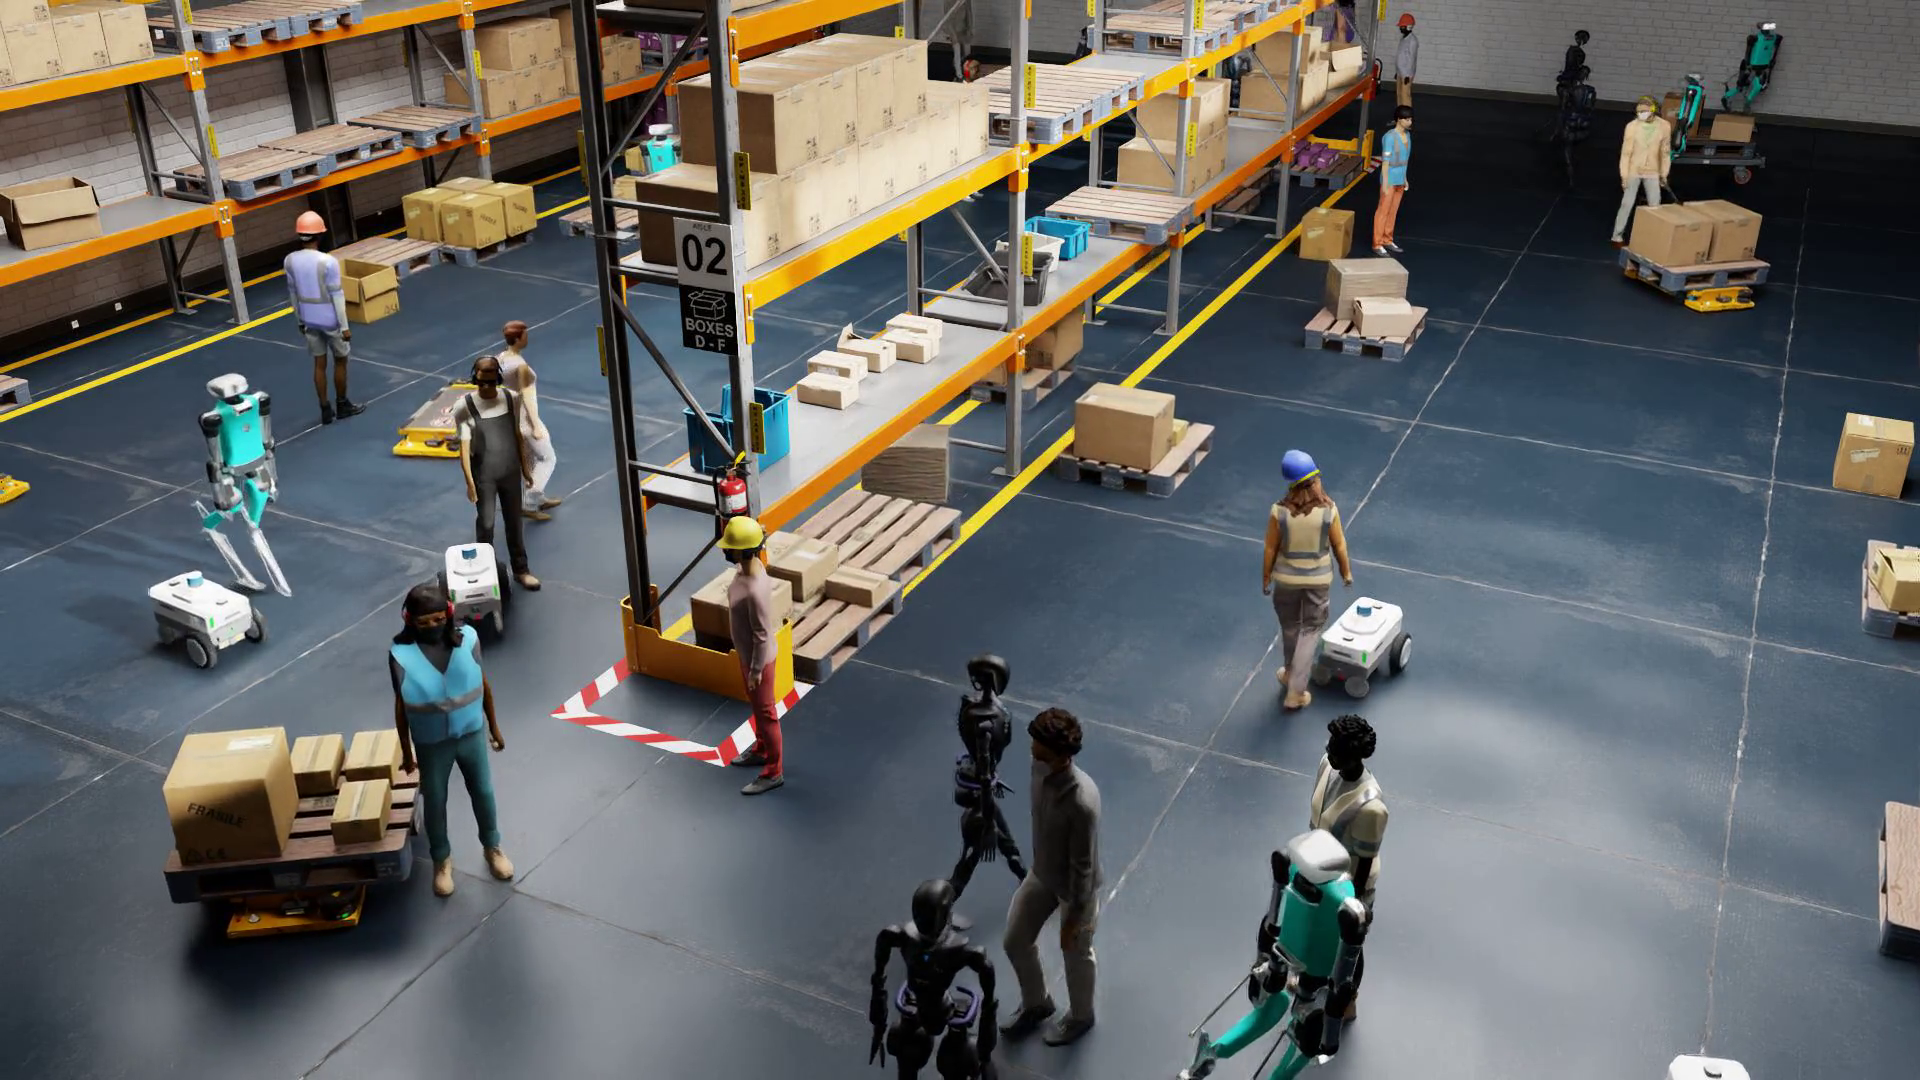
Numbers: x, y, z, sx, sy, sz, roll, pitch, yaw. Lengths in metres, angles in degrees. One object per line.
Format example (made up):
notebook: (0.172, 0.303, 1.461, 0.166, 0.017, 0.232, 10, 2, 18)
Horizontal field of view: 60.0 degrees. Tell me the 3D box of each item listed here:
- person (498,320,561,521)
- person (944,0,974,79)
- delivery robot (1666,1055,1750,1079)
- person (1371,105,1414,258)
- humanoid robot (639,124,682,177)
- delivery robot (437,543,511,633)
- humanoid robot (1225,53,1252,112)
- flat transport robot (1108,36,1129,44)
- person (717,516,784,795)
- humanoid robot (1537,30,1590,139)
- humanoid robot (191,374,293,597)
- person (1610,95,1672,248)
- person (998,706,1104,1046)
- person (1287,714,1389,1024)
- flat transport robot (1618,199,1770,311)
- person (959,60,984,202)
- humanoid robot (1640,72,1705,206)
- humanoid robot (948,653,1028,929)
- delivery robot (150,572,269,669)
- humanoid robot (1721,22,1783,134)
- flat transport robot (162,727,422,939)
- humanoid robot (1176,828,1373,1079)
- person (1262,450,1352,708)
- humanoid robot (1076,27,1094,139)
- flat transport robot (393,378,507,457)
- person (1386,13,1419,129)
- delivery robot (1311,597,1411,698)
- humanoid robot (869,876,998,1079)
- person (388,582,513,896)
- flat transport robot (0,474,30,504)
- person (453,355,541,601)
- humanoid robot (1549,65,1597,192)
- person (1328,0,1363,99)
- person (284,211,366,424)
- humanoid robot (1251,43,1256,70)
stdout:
person: (-3.405, -0.953, 13.138, 0.378, 1.650, 0.479, -20, 33, -35)
person: (-0.050, -8.948, 29.131, 0.547, 1.800, 0.661, -10, 28, -19)
delivery robot: (3.288, 2.625, 7.172, 0.499, 0.612, 0.796, 4, 27, 7)
person: (5.140, -4.248, 19.673, 0.491, 1.765, 0.323, -24, 35, -39)
humanoid robot: (-3.227, -3.913, 19.112, 0.558, 1.850, 0.857, 7, 27, 14)
delivery robot: (-3.467, 0.309, 11.853, 0.499, 0.614, 0.790, -8, 27, -16)
humanoid robot: (3.997, -6.507, 24.342, 0.597, 1.646, 0.357, 17, 31, 31)
flat transport robot: (2.881, -7.669, 28.269, 1.431, 0.231, 0.659, 21, 33, 36)
person: (-1.224, 0.664, 9.750, 0.307, 1.768, 0.524, -7, 27, -15)
humanoid robot: (9.065, -6.868, 25.087, 0.608, 1.632, 0.612, 2, 26, 3)
humanoid robot: (-5.225, -0.383, 11.901, 0.778, 1.775, 0.543, 15, 30, 28)
person: (8.183, -4.386, 19.872, 0.623, 1.840, 0.411, 7, 27, 14)
person: (0.428, 1.603, 7.723, 0.593, 1.875, 0.565, -18, 32, -32)
person: (1.830, 1.571, 8.000, 0.321, 1.691, 0.532, -7, 27, -13)
flat transport robot: (8.130, -2.859, 18.554, 0.659, 0.231, 1.431, -6, 27, -12)
person: (0.087, -5.399, 21.920, 0.380, 1.836, 0.562, 10, 28, 20)
humanoid robot: (9.186, -5.217, 21.653, 0.790, 1.761, 0.564, 15, 30, 28)
humanoid robot: (0.184, 1.321, 8.559, 0.751, 1.624, 0.609, 0, 26, 1)
delivery robot: (-5.199, 0.509, 11.434, 0.802, 0.600, 0.499, 16, 30, 28)
humanoid robot: (11.988, -7.029, 25.302, 0.534, 1.726, 0.959, -3, 27, -7)
flat transport robot: (-3.631, 1.695, 9.355, 0.659, 0.231, 1.431, -4, 27, -9)
humanoid robot: (1.254, 2.057, 7.015, 1.020, 1.766, 0.538, -14, 30, -26)
person: (2.204, 0.254, 10.584, 0.569, 1.748, 0.537, 5, 27, 10)
humanoid robot: (1.828, -6.917, 25.166, 0.387, 1.645, 0.609, 8, 28, 16)
flat transport robot: (-4.519, -1.105, 15.010, 0.659, 0.231, 1.431, 3, 26, 6)
person: (6.864, -7.265, 25.796, 0.369, 1.741, 0.562, -3, 27, -7)
delivery robot: (2.663, 0.672, 11.088, 0.524, 0.587, 0.748, 16, 31, 29)
humanoid robot: (-0.099, 2.079, 6.998, 0.593, 1.652, 0.361, 8, 27, 16)
person: (-2.736, 1.042, 8.896, 0.533, 1.857, 0.384, -15, 30, -27)
flat transport robot: (-8.276, -0.247, 13.276, 0.659, 0.231, 1.431, 10, 28, 19)
person: (-3.317, -0.458, 11.934, 0.505, 1.841, 0.347, -21, 33, -35)
humanoid robot: (8.256, -5.581, 22.505, 0.611, 1.629, 0.747, -9, 28, -17)
person: (6.480, -8.234, 27.574, 0.888, 1.891, 0.552, 15, 30, 27)
person: (-5.706, -1.986, 14.929, 0.551, 1.923, 0.418, 7, 27, 14)
humanoid robot: (4.689, -6.685, 24.667, 0.782, 1.819, 0.551, -14, 30, -27)
